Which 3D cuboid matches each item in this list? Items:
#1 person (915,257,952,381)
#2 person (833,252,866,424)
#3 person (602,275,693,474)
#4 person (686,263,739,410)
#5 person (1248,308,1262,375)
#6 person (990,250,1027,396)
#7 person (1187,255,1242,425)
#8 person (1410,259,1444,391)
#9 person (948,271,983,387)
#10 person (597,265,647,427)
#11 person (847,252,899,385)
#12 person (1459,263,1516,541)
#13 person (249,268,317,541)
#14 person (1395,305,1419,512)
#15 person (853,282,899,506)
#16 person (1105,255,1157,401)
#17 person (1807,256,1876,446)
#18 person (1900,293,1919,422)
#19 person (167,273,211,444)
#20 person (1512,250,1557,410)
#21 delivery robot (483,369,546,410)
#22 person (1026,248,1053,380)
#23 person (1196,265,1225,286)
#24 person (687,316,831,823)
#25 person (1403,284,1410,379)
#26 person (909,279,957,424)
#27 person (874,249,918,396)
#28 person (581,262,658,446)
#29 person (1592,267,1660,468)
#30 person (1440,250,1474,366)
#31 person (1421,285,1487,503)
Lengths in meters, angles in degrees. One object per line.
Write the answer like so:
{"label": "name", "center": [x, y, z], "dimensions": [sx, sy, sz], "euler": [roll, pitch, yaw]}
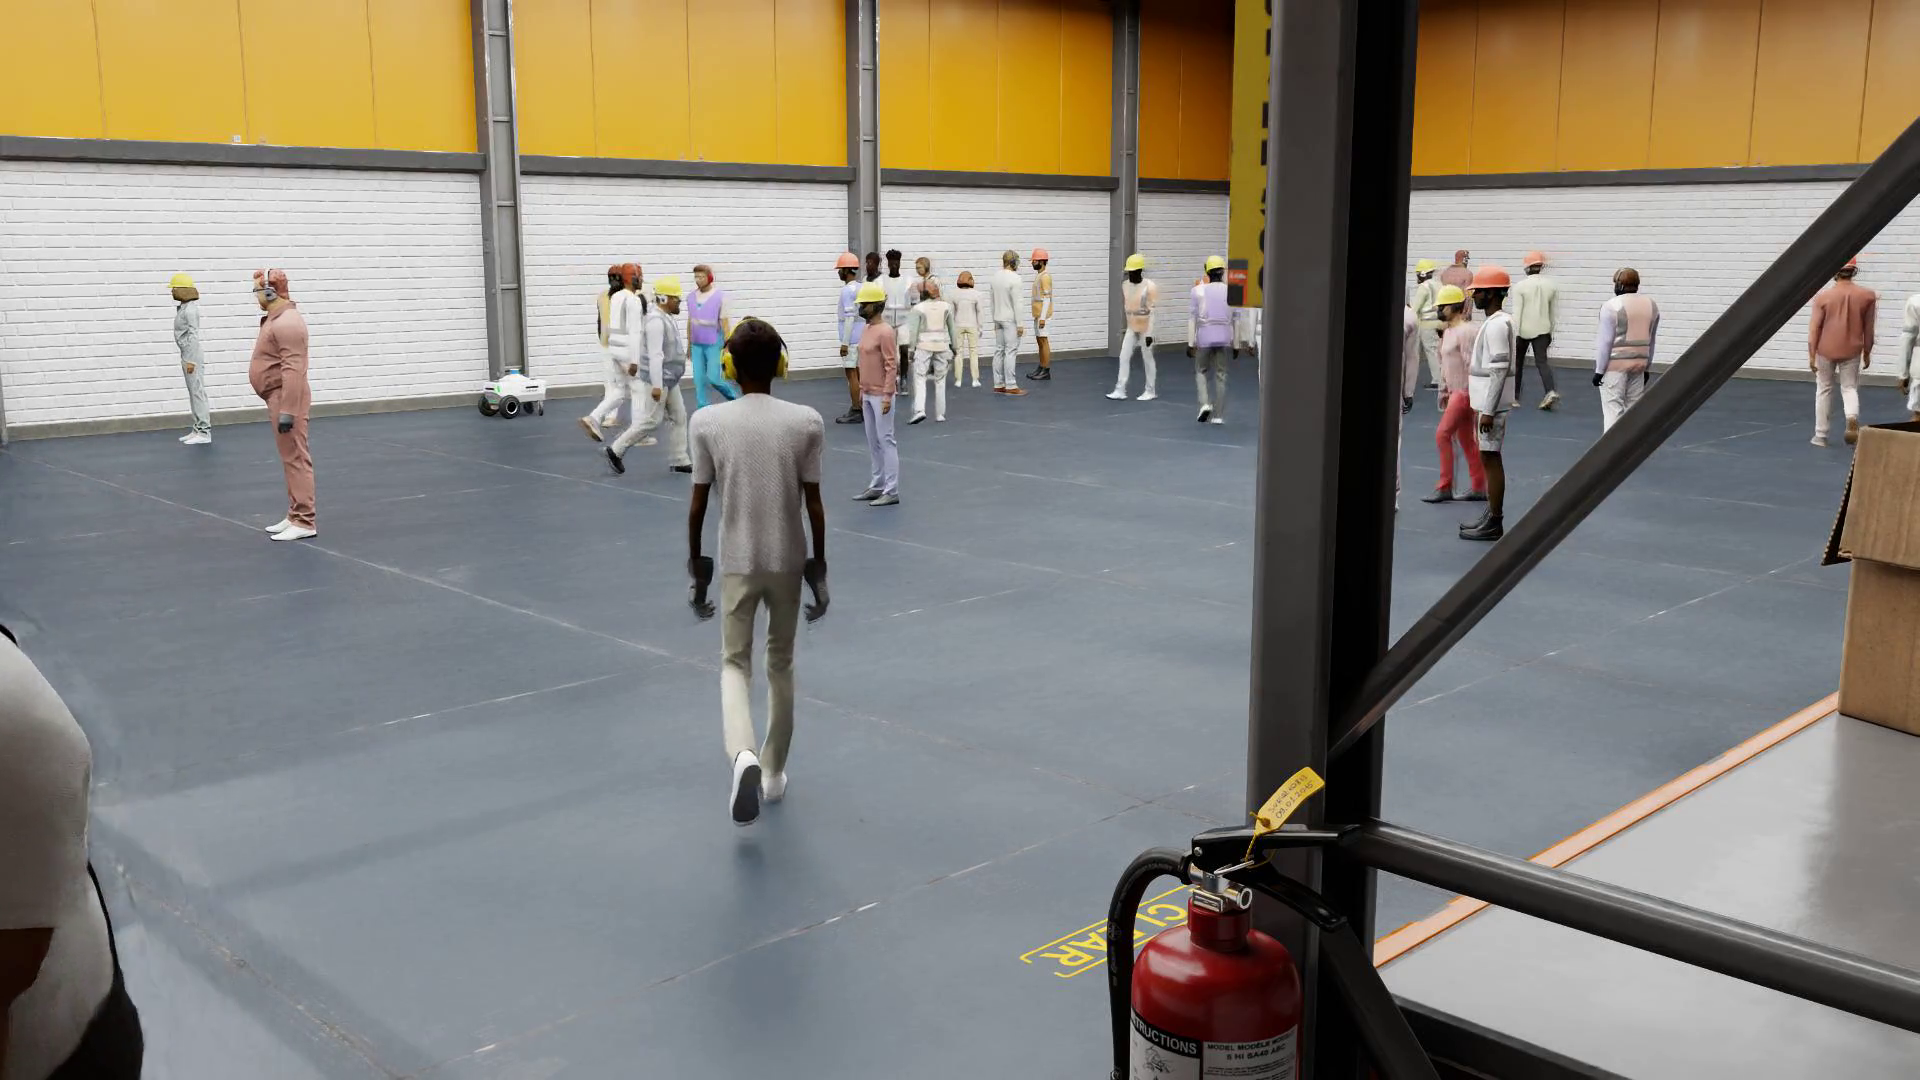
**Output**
{"label": "person", "center": [-0.447, -3.223, 24.326], "dimensions": [0.433, 1.817, 0.556], "euler": [-4, 11, -19]}
{"label": "person", "center": [-1.259, -2.289, 18.909], "dimensions": [0.368, 1.935, 0.552], "euler": [3, 11, 13]}
{"label": "person", "center": [-2.729, -1.446, 14.720], "dimensions": [0.827, 1.797, 0.602], "euler": [0, 10, 2]}
{"label": "person", "center": [-2.793, -2.180, 18.628], "dimensions": [0.579, 1.824, 0.632], "euler": [6, 12, 30]}
{"label": "person", "center": [3.546, -2.216, 18.759], "dimensions": [0.580, 1.852, 0.887], "euler": [2, 11, 12]}
{"label": "person", "center": [0.640, -2.889, 22.178], "dimensions": [0.354, 1.936, 0.635], "euler": [-7, 12, -33]}
{"label": "person", "center": [2.852, -2.240, 18.726], "dimensions": [0.614, 1.905, 0.402], "euler": [0, 10, -3]}
{"label": "person", "center": [6.363, -2.972, 23.027], "dimensions": [0.872, 1.791, 0.612], "euler": [7, 12, 32]}
{"label": "person", "center": [0.077, -2.976, 23.481], "dimensions": [0.501, 1.632, 0.288], "euler": [1, 10, 5]}
{"label": "person", "center": [-3.799, -2.202, 18.801], "dimensions": [0.629, 1.809, 0.924], "euler": [3, 11, 14]}
{"label": "person", "center": [-1.210, -3.155, 23.766], "dimensions": [0.816, 1.892, 0.607], "euler": [-9, 13, -39]}
{"label": "person", "center": [3.692, -0.961, 11.666], "dimensions": [0.374, 1.935, 0.552], "euler": [4, 11, 19]}
{"label": "person", "center": [-4.772, -0.950, 11.706], "dimensions": [0.404, 1.903, 0.636], "euler": [-5, 11, -24]}
{"label": "person", "center": [3.168, -1.145, 12.752], "dimensions": [0.643, 1.909, 0.410], "euler": [1, 10, 4]}
{"label": "person", "center": [-0.680, -1.152, 13.176], "dimensions": [0.326, 1.767, 0.533], "euler": [-5, 12, -26]}
{"label": "person", "center": [2.244, -2.691, 21.255], "dimensions": [0.917, 1.872, 0.608], "euler": [-9, 14, -42]}
{"label": "person", "center": [8.833, -1.898, 16.673], "dimensions": [0.628, 1.977, 0.707], "euler": [3, 11, 14]}
{"label": "person", "center": [8.193, -1.412, 13.902], "dimensions": [0.609, 2.029, 0.501], "euler": [9, 14, 41]}
{"label": "person", "center": [-7.933, -1.861, 17.100], "dimensions": [0.296, 1.745, 0.485], "euler": [-6, 12, -30]}
{"label": "person", "center": [7.069, -2.576, 20.440], "dimensions": [0.619, 1.966, 0.973], "euler": [-2, 11, -8]}
{"label": "delivery robot", "center": [-5.254, -1.778, 19.638], "dimensions": [0.477, 0.478, 0.707], "euler": [9, 14, 39]}
{"label": "person", "center": [1.183, -3.336, 24.615], "dimensions": [0.362, 1.938, 0.545], "euler": [-2, 11, -9]}
{"label": "person", "center": [4.298, -3.949, 28.614], "dimensions": [0.535, 1.697, 0.321], "euler": [0, 10, -2]}
{"label": "person", "center": [-0.728, 0.114, 6.069], "dimensions": [0.521, 1.848, 0.713], "euler": [-1, 10, -7]}
{"label": "person", "center": [5.721, -2.799, 22.054], "dimensions": [0.508, 1.810, 0.980], "euler": [-5, 11, -24]}
{"label": "person", "center": [-0.284, -2.129, 18.869], "dimensions": [0.686, 1.639, 0.472], "euler": [-4, 11, -21]}
{"label": "person", "center": [-0.854, -2.856, 21.977], "dimensions": [0.642, 1.937, 0.823], "euler": [0, 10, -1]}
{"label": "person", "center": [-3.437, -1.857, 16.759], "dimensions": [0.677, 1.866, 0.586], "euler": [-8, 13, -36]}
{"label": "person", "center": [6.061, -1.567, 15.237], "dimensions": [0.634, 1.839, 0.429], "euler": [-4, 11, -20]}
{"label": "person", "center": [7.983, -3.683, 26.626], "dimensions": [0.401, 1.902, 0.643], "euler": [-6, 12, -28]}
{"label": "person", "center": [3.940, -1.158, 13.277], "dimensions": [0.683, 1.728, 0.539], "euler": [0, 10, 2]}
